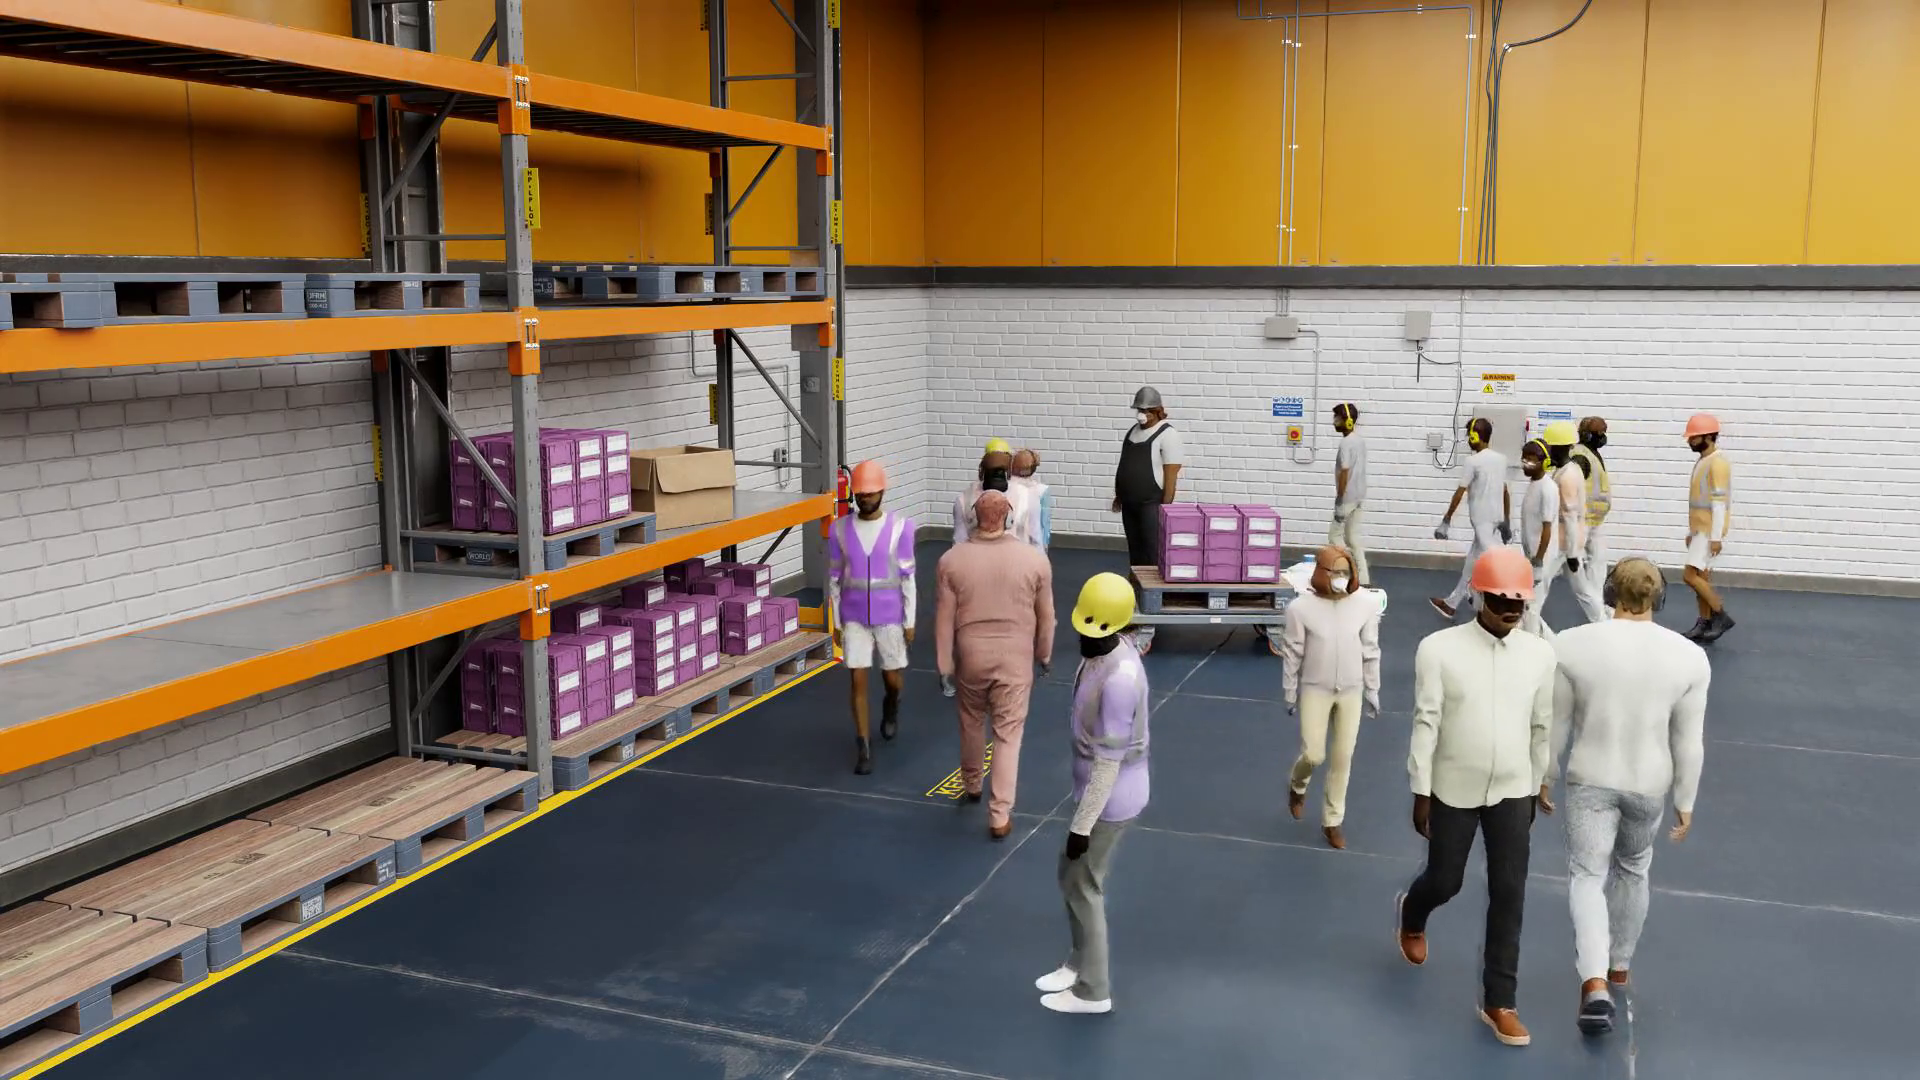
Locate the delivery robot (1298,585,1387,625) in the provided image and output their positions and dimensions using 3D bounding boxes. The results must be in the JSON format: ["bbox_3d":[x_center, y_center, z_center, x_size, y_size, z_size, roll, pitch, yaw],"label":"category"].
[{"bbox_3d":[3.174,0.520,13.811,0.707,0.478,0.477,1,9,8],"label":"delivery robot"}]

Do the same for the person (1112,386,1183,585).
[{"bbox_3d":[1.674,-0.397,15.209,0.538,2.000,0.688,-6,11,-33],"label":"person"}]

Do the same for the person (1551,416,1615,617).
[{"bbox_3d":[5.459,-0.213,14.802,0.869,1.812,0.627,6,11,32],"label":"person"}]

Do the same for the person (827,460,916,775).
[{"bbox_3d":[-0.536,0.444,10.306,0.544,1.924,0.680,0,9,3],"label":"person"}]

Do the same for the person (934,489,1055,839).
[{"bbox_3d":[0.201,0.644,9.242,0.649,1.861,0.983,1,9,6],"label":"person"}]

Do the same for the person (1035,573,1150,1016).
[{"bbox_3d":[0.535,1.038,6.742,0.457,1.876,0.656,0,9,2],"label":"person"}]

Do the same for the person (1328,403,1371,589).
[{"bbox_3d":[3.640,-0.384,15.721,0.483,1.840,0.577,6,11,34],"label":"person"}]

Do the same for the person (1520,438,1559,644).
[{"bbox_3d":[4.334,0.135,12.521,0.424,1.831,0.599,1,9,6],"label":"person"}]

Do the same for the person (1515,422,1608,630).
[{"bbox_3d":[4.819,-0.008,13.309,1.006,1.875,0.603,4,10,22],"label":"person"}]

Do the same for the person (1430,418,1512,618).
[{"bbox_3d":[4.451,-0.143,14.330,0.549,1.803,0.993,-7,11,-37],"label":"person"}]

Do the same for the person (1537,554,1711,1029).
[{"bbox_3d":[2.694,1.018,6.774,0.643,1.913,0.908,2,9,13],"label":"person"}]

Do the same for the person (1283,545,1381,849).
[{"bbox_3d":[1.977,0.817,8.901,0.504,1.620,0.430,-1,9,-5],"label":"person"}]

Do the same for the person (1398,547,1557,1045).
[{"bbox_3d":[2.101,0.977,6.807,0.618,1.969,0.806,-1,9,-4],"label":"person"}]

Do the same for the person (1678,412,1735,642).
[{"bbox_3d":[6.085,-0.087,13.648,0.408,1.916,0.553,1,9,7],"label":"person"}]

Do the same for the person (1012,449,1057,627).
[{"bbox_3d":[0.518,0.035,13.911,0.539,1.589,0.871,4,10,25],"label":"person"}]

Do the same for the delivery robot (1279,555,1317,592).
[{"bbox_3d":[3.092,0.374,14.728,0.707,0.478,0.477,-2,9,-15],"label":"delivery robot"}]

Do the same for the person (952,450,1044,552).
[{"bbox_3d":[0.263,0.265,11.763,0.662,1.822,0.452,1,9,7],"label":"person"}]

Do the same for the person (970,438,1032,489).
[{"bbox_3d":[0.300,0.052,13.337,0.526,1.733,0.768,-3,10,-19],"label":"person"}]
